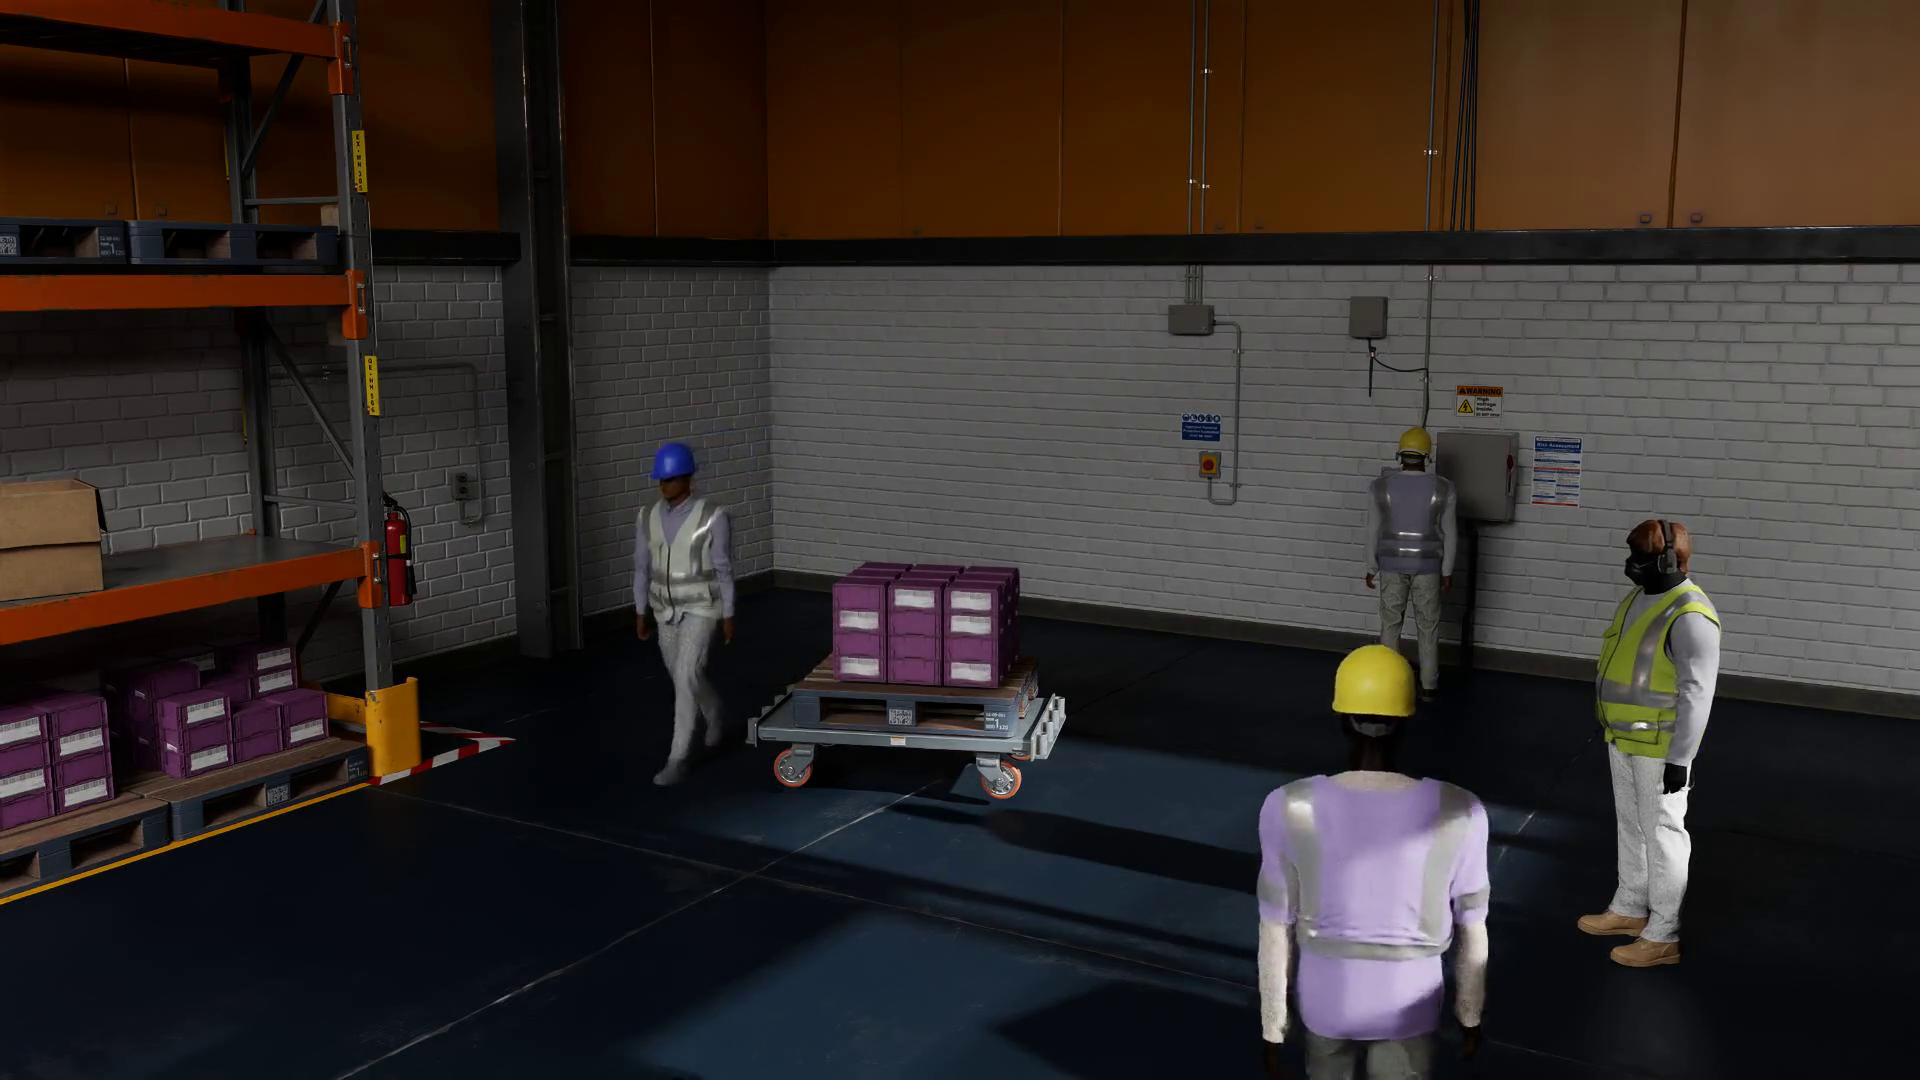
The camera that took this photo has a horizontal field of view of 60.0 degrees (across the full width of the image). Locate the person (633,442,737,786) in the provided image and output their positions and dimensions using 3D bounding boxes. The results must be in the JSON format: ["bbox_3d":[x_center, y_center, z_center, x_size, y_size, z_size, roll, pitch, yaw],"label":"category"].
[{"bbox_3d":[-1.544,0.369,9.561,0.617,1.911,0.929,4,10,24],"label":"person"}]

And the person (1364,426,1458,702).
[{"bbox_3d":[2.989,0.163,11.047,0.592,1.834,0.404,3,10,18],"label":"person"}]

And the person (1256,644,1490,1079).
[{"bbox_3d":[1.075,1.212,4.364,0.600,1.889,0.977,2,9,13],"label":"person"}]

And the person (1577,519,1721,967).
[{"bbox_3d":[2.844,0.826,6.881,0.429,1.842,0.635,0,9,-1],"label":"person"}]
